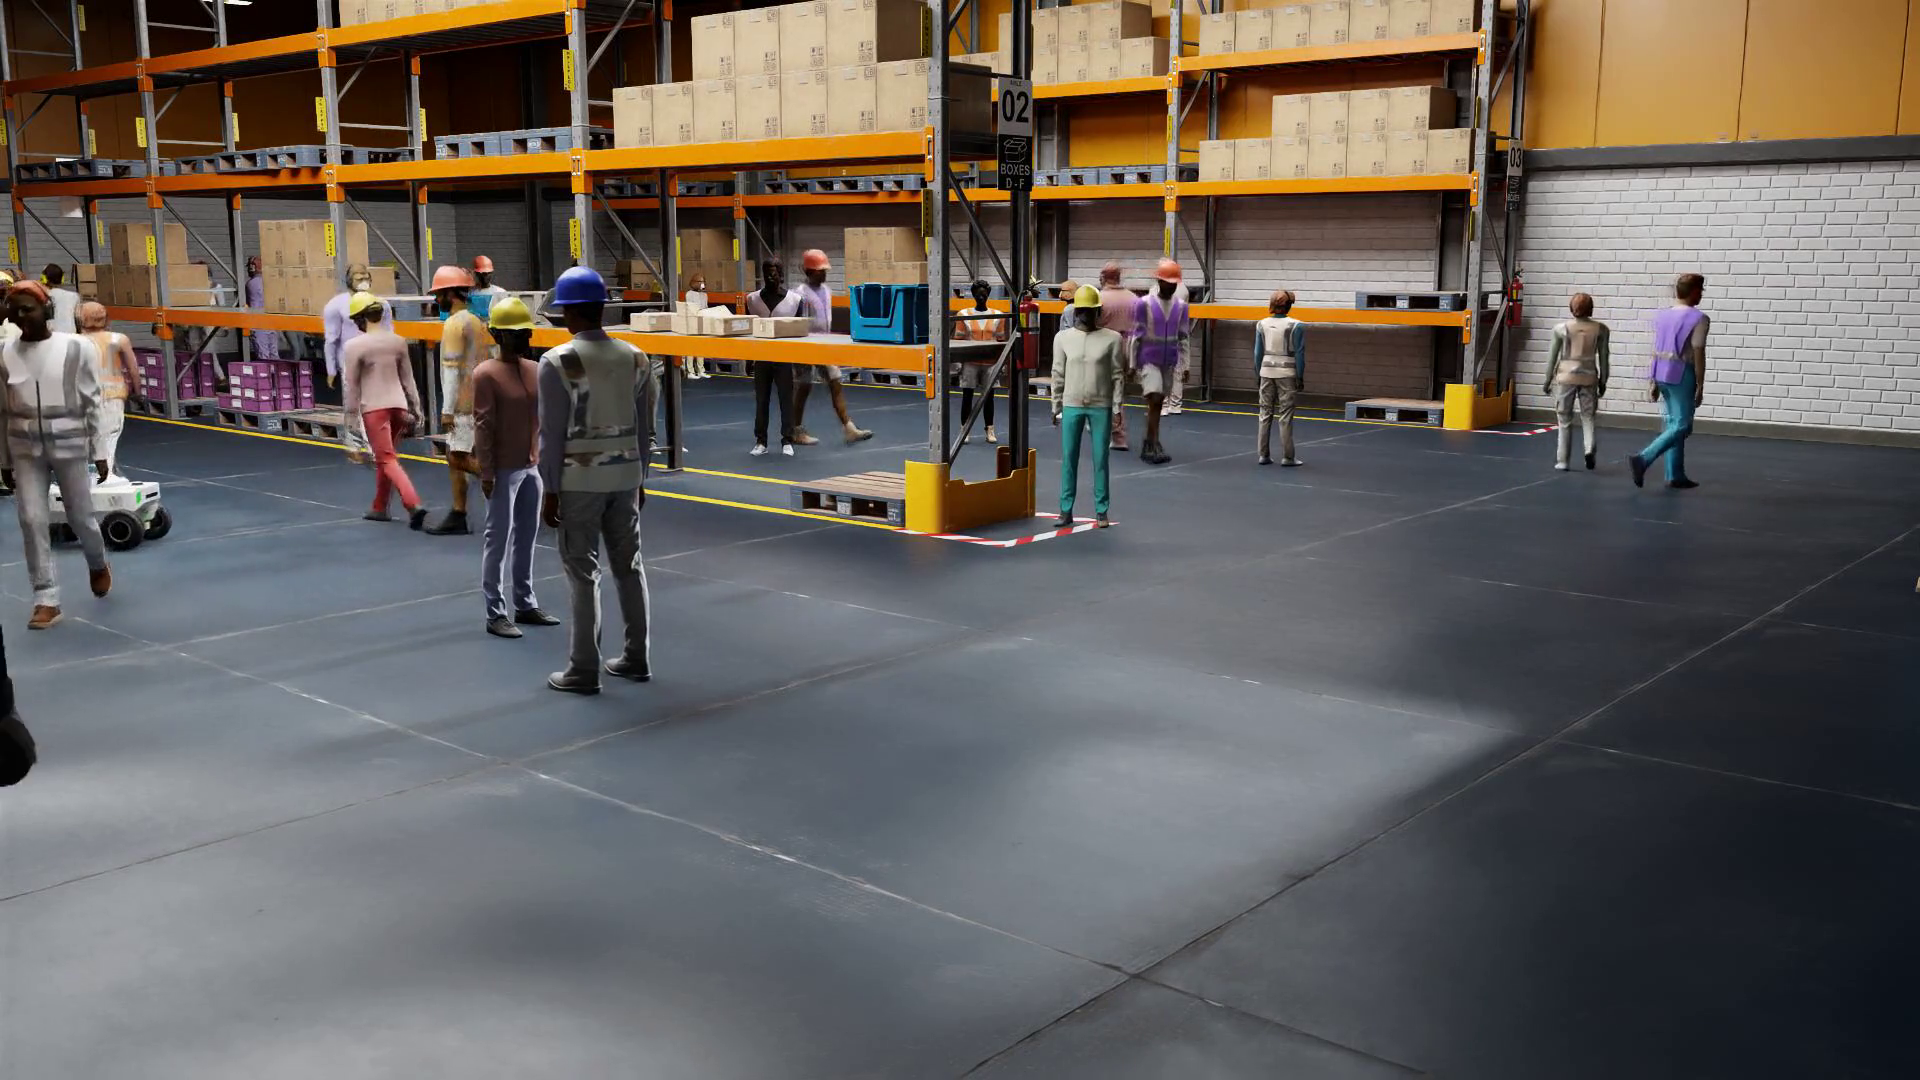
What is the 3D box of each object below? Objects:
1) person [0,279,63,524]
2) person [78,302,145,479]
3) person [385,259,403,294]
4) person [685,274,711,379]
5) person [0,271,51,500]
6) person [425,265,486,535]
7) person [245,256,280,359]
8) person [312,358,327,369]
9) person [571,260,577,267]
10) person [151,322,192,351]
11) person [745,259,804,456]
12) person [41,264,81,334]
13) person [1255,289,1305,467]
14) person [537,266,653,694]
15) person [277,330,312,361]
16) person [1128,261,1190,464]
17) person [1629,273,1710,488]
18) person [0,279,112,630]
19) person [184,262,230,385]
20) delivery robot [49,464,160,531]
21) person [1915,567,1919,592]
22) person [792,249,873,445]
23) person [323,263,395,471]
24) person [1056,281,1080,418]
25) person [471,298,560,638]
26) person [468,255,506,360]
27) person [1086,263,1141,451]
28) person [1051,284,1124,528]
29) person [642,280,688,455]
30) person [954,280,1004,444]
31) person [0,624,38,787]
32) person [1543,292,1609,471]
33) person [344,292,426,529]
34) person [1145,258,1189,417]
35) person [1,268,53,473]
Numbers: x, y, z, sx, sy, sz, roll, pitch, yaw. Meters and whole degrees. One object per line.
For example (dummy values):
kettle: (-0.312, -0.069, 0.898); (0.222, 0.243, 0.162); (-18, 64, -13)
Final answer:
person: (-6.952, -0.953, 11.879); (0.937, 1.817, 0.485); (-1, 10, -7)
person: (-7.007, -1.148, 13.614); (0.515, 1.586, 0.899); (-1, 10, -7)
person: (-9.872, -3.956, 28.918); (0.447, 1.822, 0.591); (-4, 11, -20)
person: (-4.079, -3.319, 25.861); (0.277, 1.629, 0.497); (6, 12, 32)
person: (-7.668, -1.239, 13.427); (0.592, 1.834, 0.404); (-8, 13, -37)
person: (-3.384, -0.961, 11.654); (0.737, 1.907, 0.555); (-1, 10, -4)
person: (-9.672, -2.955, 22.984); (0.401, 1.910, 0.640); (1, 10, 6)
person: (-10.789, -3.775, 27.896); (0.403, 1.822, 0.589); (-5, 11, -24)
person: (-5.879, -3.391, 25.693); (0.534, 1.841, 0.424); (-4, 11, -23)
person: (-11.547, -3.181, 24.364); (0.967, 1.881, 0.645); (-1, 10, -4)
person: (-1.817, -1.780, 16.265); (0.590, 1.919, 0.392); (1, 10, 4)
person: (-10.166, -2.179, 18.764); (0.504, 1.836, 0.849); (-9, 14, -43)
person: (2.970, -1.502, 15.468); (0.512, 1.642, 0.312); (9, 13, 42)
person: (-1.675, -0.275, 7.639); (0.411, 1.939, 0.605); (8, 13, 39)
person: (-9.988, -3.125, 24.829); (0.725, 1.602, 0.483); (4, 11, 23)
person: (1.923, -1.649, 15.578); (0.565, 1.894, 0.898); (-4, 11, -20)
person: (5.933, -1.307, 13.869); (0.735, 1.826, 0.572); (-3, 10, -15)
person: (-4.934, -0.482, 9.062); (0.585, 1.856, 0.740); (-3, 10, -14)
person: (-10.992, -3.126, 24.200); (0.593, 1.833, 0.975); (1, 10, 7)
delivery robot: (-5.848, -0.275, 11.308); (0.707, 0.478, 0.477); (0, 10, -1)
person: (5.759, -0.491, 9.558); (0.318, 1.697, 0.533); (0, 10, 3)
person: (-1.347, -1.925, 16.867); (0.993, 1.995, 0.627); (6, 12, 30)
person: (-5.472, -1.586, 15.264); (1.014, 1.889, 0.648); (9, 13, 41)
person: (1.303, -2.269, 19.853); (0.280, 1.636, 0.502); (2, 10, 14)
person: (-2.324, -0.381, 8.732); (0.317, 1.767, 0.534); (4, 11, 24)
person: (-5.405, -2.268, 18.990); (0.552, 1.935, 0.374); (-6, 11, -30)
person: (1.470, -1.865, 16.898); (0.678, 1.855, 0.965); (-5, 11, -28)
person: (0.916, -0.960, 12.036); (0.533, 1.765, 0.330); (2, 10, 11)
person: (-2.905, -1.699, 16.322); (0.484, 1.738, 0.320); (-8, 13, -39)
person: (0.206, -1.834, 17.201); (0.530, 1.697, 0.321); (-2, 10, -9)
person: (-2.434, 0.407, 3.726); (0.414, 1.942, 0.602); (4, 11, 20)
person: (5.567, -1.418, 15.023); (0.538, 1.629, 0.428); (1, 10, 6)
person: (-4.146, -0.939, 12.065); (0.840, 1.717, 0.546); (6, 12, 33)
person: (2.458, -2.439, 20.053); (0.645, 1.907, 0.400); (-9, 14, -42)
person: (-8.431, -1.506, 14.924); (0.625, 1.844, 0.429); (2, 10, 13)
